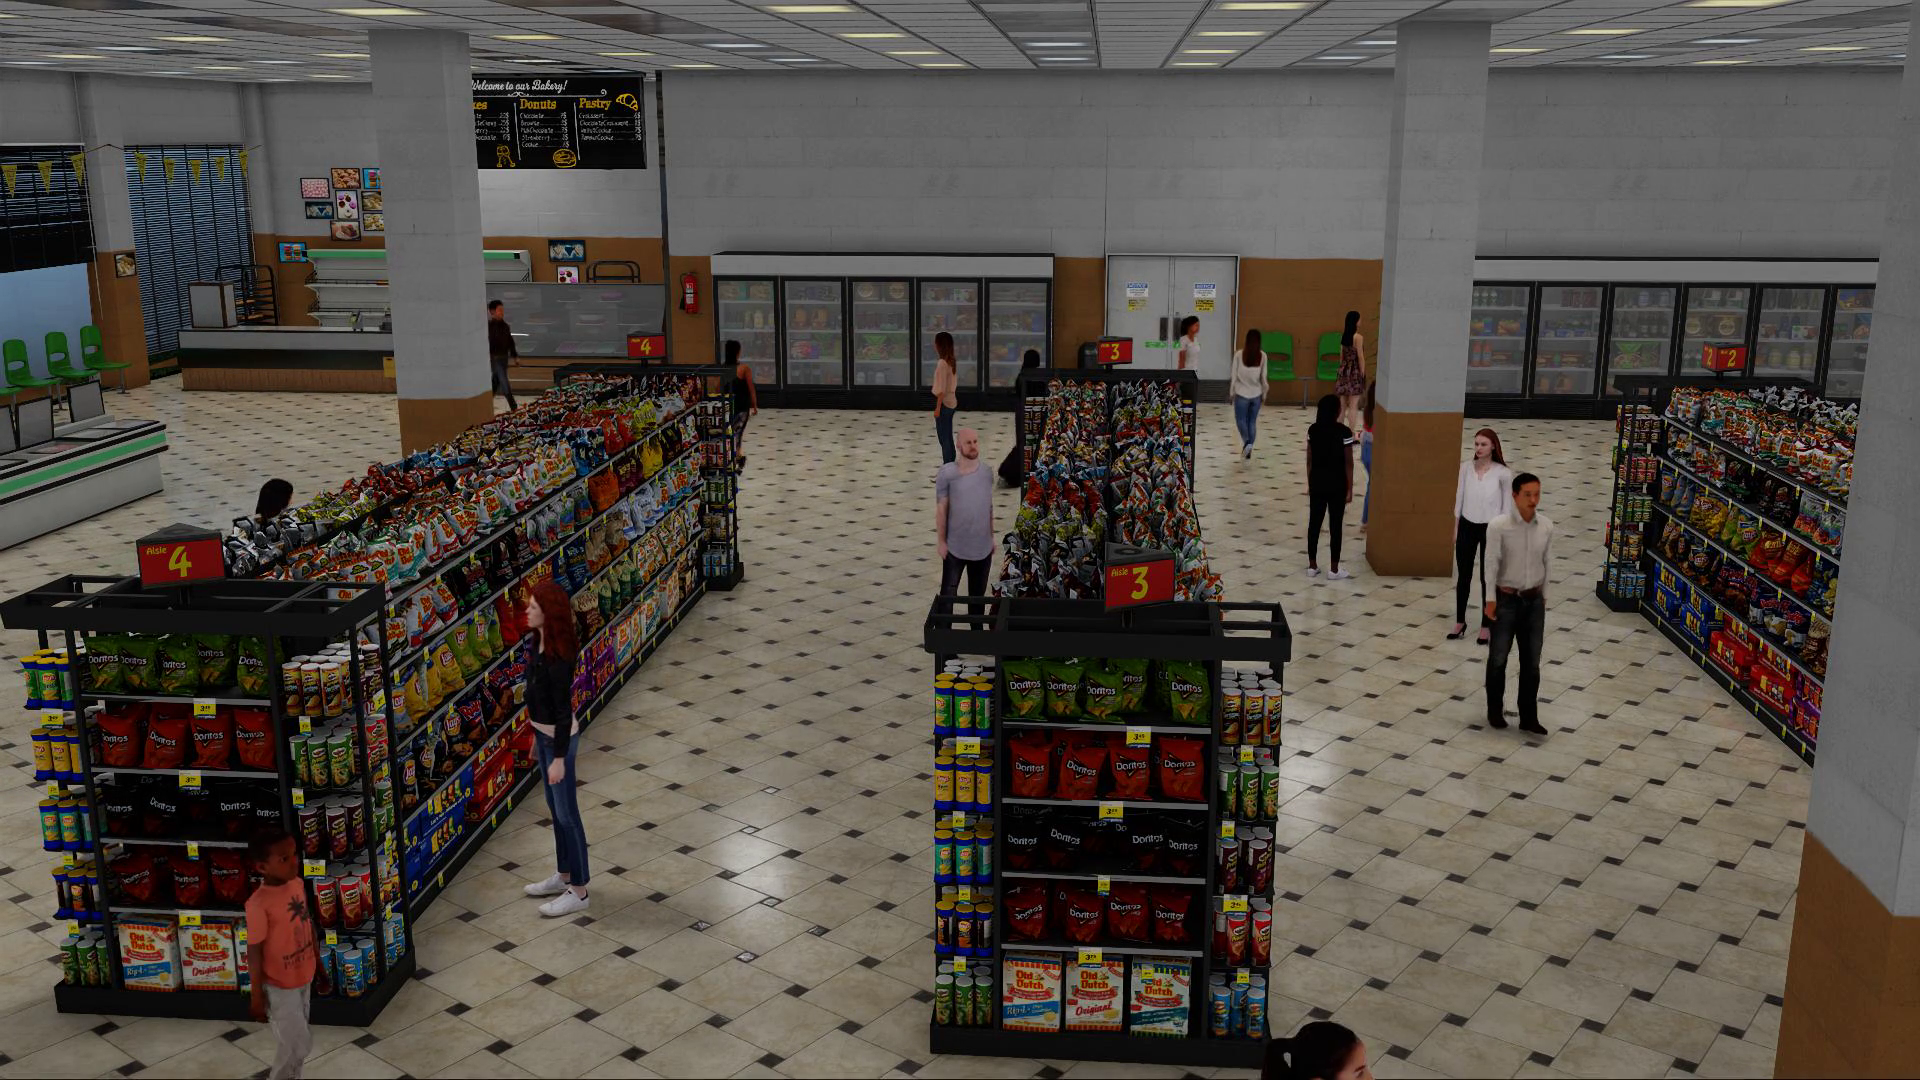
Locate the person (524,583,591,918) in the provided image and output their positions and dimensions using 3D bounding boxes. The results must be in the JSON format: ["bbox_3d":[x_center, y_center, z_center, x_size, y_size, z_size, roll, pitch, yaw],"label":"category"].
[{"bbox_3d":[-2.129,1.090,8.762,0.727,1.786,0.634,-6,15,-25],"label":"person"}]

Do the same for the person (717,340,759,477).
[{"bbox_3d":[-2.731,-1.570,20.042,0.692,1.637,1.014,4,14,14],"label":"person"}]

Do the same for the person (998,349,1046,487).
[{"bbox_3d":[0.758,-1.412,19.490,1.053,1.592,0.985,-10,17,-35],"label":"person"}]

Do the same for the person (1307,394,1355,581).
[{"bbox_3d":[3.420,-0.500,15.439,0.713,1.729,0.741,10,17,34],"label":"person"}]

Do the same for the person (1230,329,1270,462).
[{"bbox_3d":[3.628,-1.792,20.875,0.659,1.677,0.913,0,14,2],"label":"person"}]

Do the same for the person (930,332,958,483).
[{"bbox_3d":[-0.171,-1.580,19.755,0.681,1.792,0.514,4,14,15],"label":"person"}]

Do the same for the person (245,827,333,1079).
[{"bbox_3d":[-2.843,1.798,6.865,0.598,1.304,0.490,4,14,15],"label":"person"}]

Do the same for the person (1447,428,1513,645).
[{"bbox_3d":[4.207,-0.033,13.451,0.666,1.759,0.669,10,17,36],"label":"person"}]

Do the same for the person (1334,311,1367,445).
[{"bbox_3d":[5.237,-2.179,22.263,0.860,1.775,0.784,-8,16,-28],"label":"person"}]

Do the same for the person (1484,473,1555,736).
[{"bbox_3d":[3.815,0.413,11.519,0.747,1.802,0.823,-1,14,-5],"label":"person"}]

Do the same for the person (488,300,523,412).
[{"bbox_3d":[-6.664,-2.521,23.766,0.944,1.730,1.126,5,15,20],"label":"person"}]

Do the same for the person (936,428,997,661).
[{"bbox_3d":[0.054,0.020,13.063,0.764,1.838,0.787,-8,16,-29],"label":"person"}]
